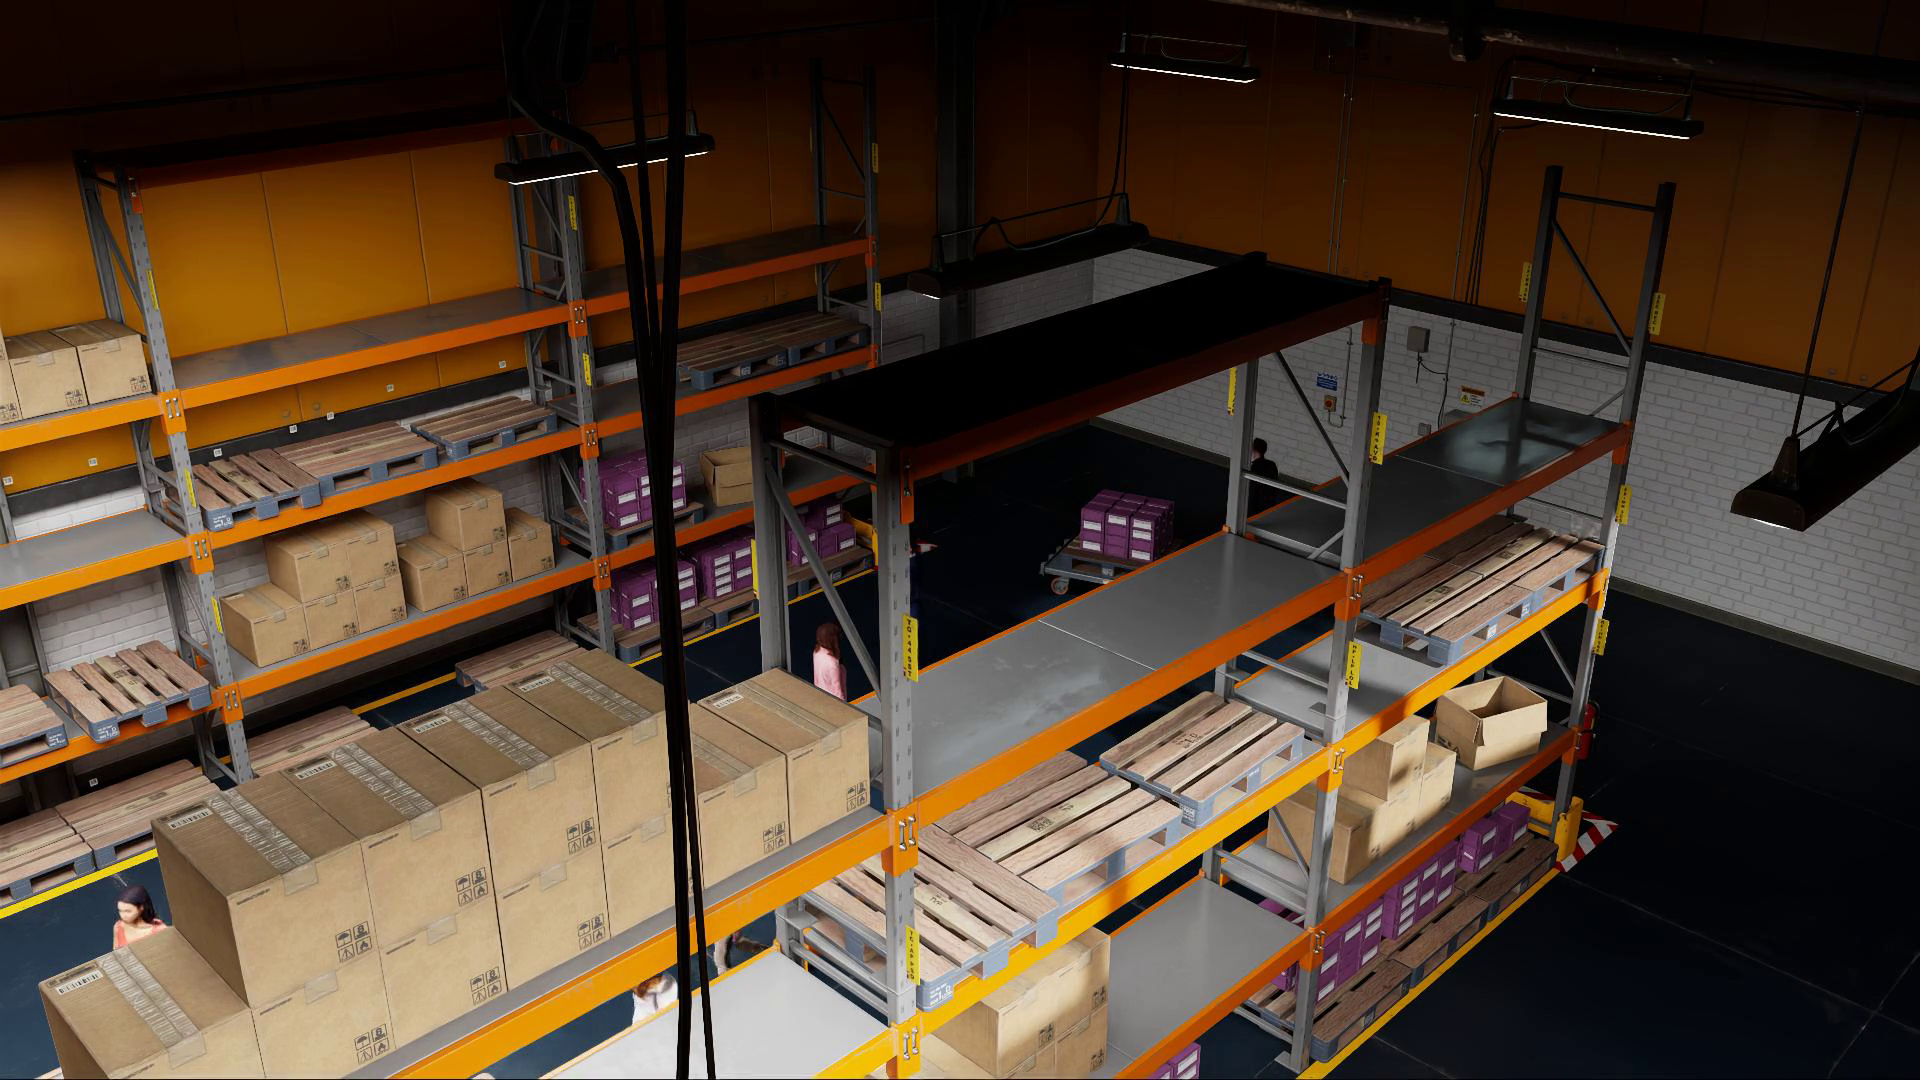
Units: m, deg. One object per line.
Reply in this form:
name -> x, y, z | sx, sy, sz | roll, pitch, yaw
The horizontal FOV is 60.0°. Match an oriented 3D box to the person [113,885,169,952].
person -> -5.762, 3.185, 11.968 | 0.819, 1.698, 0.927 | 6, 24, 13

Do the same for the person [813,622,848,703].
person -> -1.208, 1.589, 15.486 | 0.583, 1.803, 0.651 | -15, 28, -30
